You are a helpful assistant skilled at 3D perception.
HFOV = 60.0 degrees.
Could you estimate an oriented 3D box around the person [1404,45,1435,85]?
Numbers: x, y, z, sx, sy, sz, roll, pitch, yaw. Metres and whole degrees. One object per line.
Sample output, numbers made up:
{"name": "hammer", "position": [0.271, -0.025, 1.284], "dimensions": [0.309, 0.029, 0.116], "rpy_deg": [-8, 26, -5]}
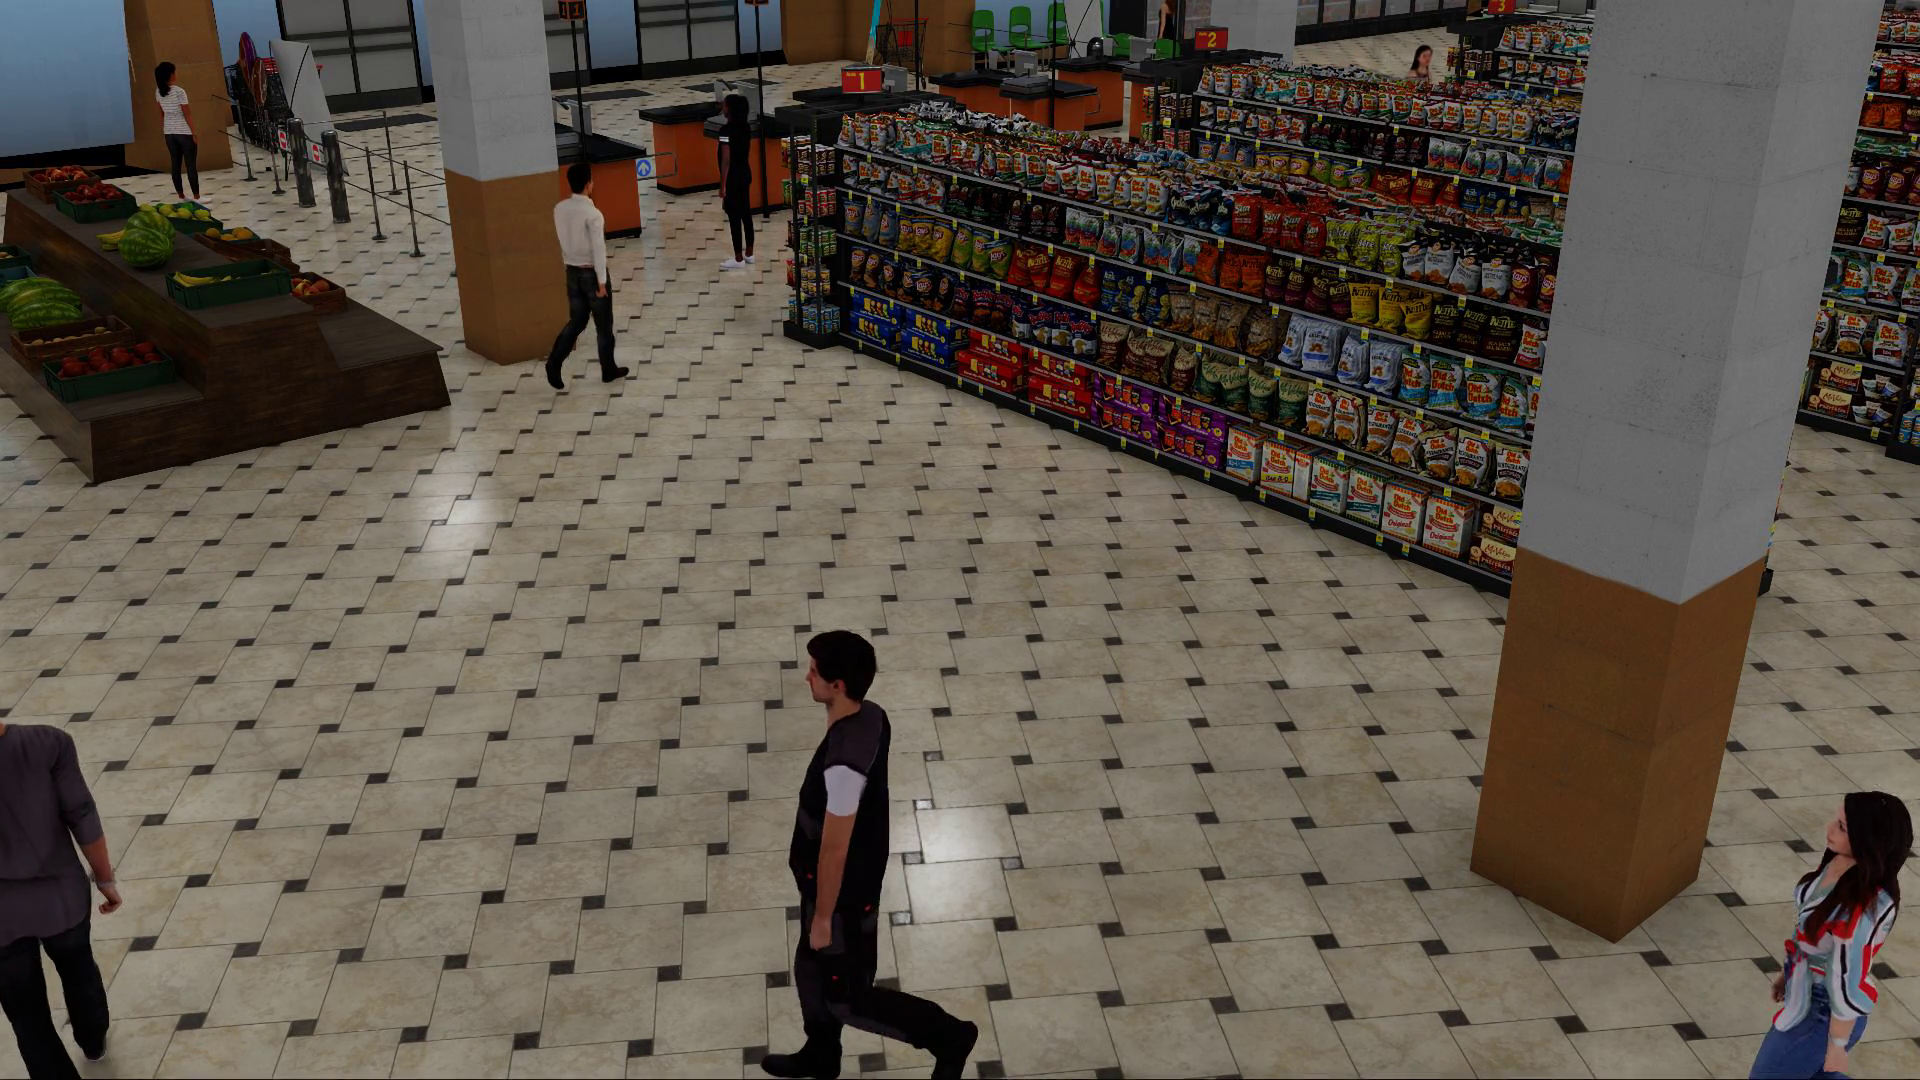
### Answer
{"name": "person", "position": [5.384, -5.017, 19.962], "dimensions": [0.903, 1.741, 1.231], "rpy_deg": [-7, 25, -16]}

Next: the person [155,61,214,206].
{"name": "person", "position": [-9.162, -4.767, 19.508], "dimensions": [0.629, 1.647, 0.715], "rpy_deg": [6, 24, 14]}

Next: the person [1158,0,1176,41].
{"name": "person", "position": [3.533, -8.605, 28.306], "dimensions": [0.645, 1.624, 0.634], "rpy_deg": [15, 28, 31]}

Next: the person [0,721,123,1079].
{"name": "person", "position": [-3.104, 1.243, 5.548], "dimensions": [0.737, 1.828, 0.945], "rpy_deg": [-16, 28, -33]}

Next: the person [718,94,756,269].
{"name": "person", "position": [-2.263, -3.630, 16.808], "dimensions": [0.711, 1.729, 0.699], "rpy_deg": [11, 26, 24]}

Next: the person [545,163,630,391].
{"name": "person", "position": [-3.014, -2.041, 13.098], "dimensions": [1.094, 1.792, 0.954], "rpy_deg": [14, 27, 29]}

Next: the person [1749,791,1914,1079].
{"name": "person", "position": [2.814, 1.497, 5.259], "dimensions": [1.057, 1.594, 0.859], "rpy_deg": [9, 25, 20]}

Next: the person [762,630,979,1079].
{"name": "person", "position": [-0.312, 1.174, 5.705], "dimensions": [1.080, 1.828, 1.069], "rpy_deg": [0, 24, 0]}
